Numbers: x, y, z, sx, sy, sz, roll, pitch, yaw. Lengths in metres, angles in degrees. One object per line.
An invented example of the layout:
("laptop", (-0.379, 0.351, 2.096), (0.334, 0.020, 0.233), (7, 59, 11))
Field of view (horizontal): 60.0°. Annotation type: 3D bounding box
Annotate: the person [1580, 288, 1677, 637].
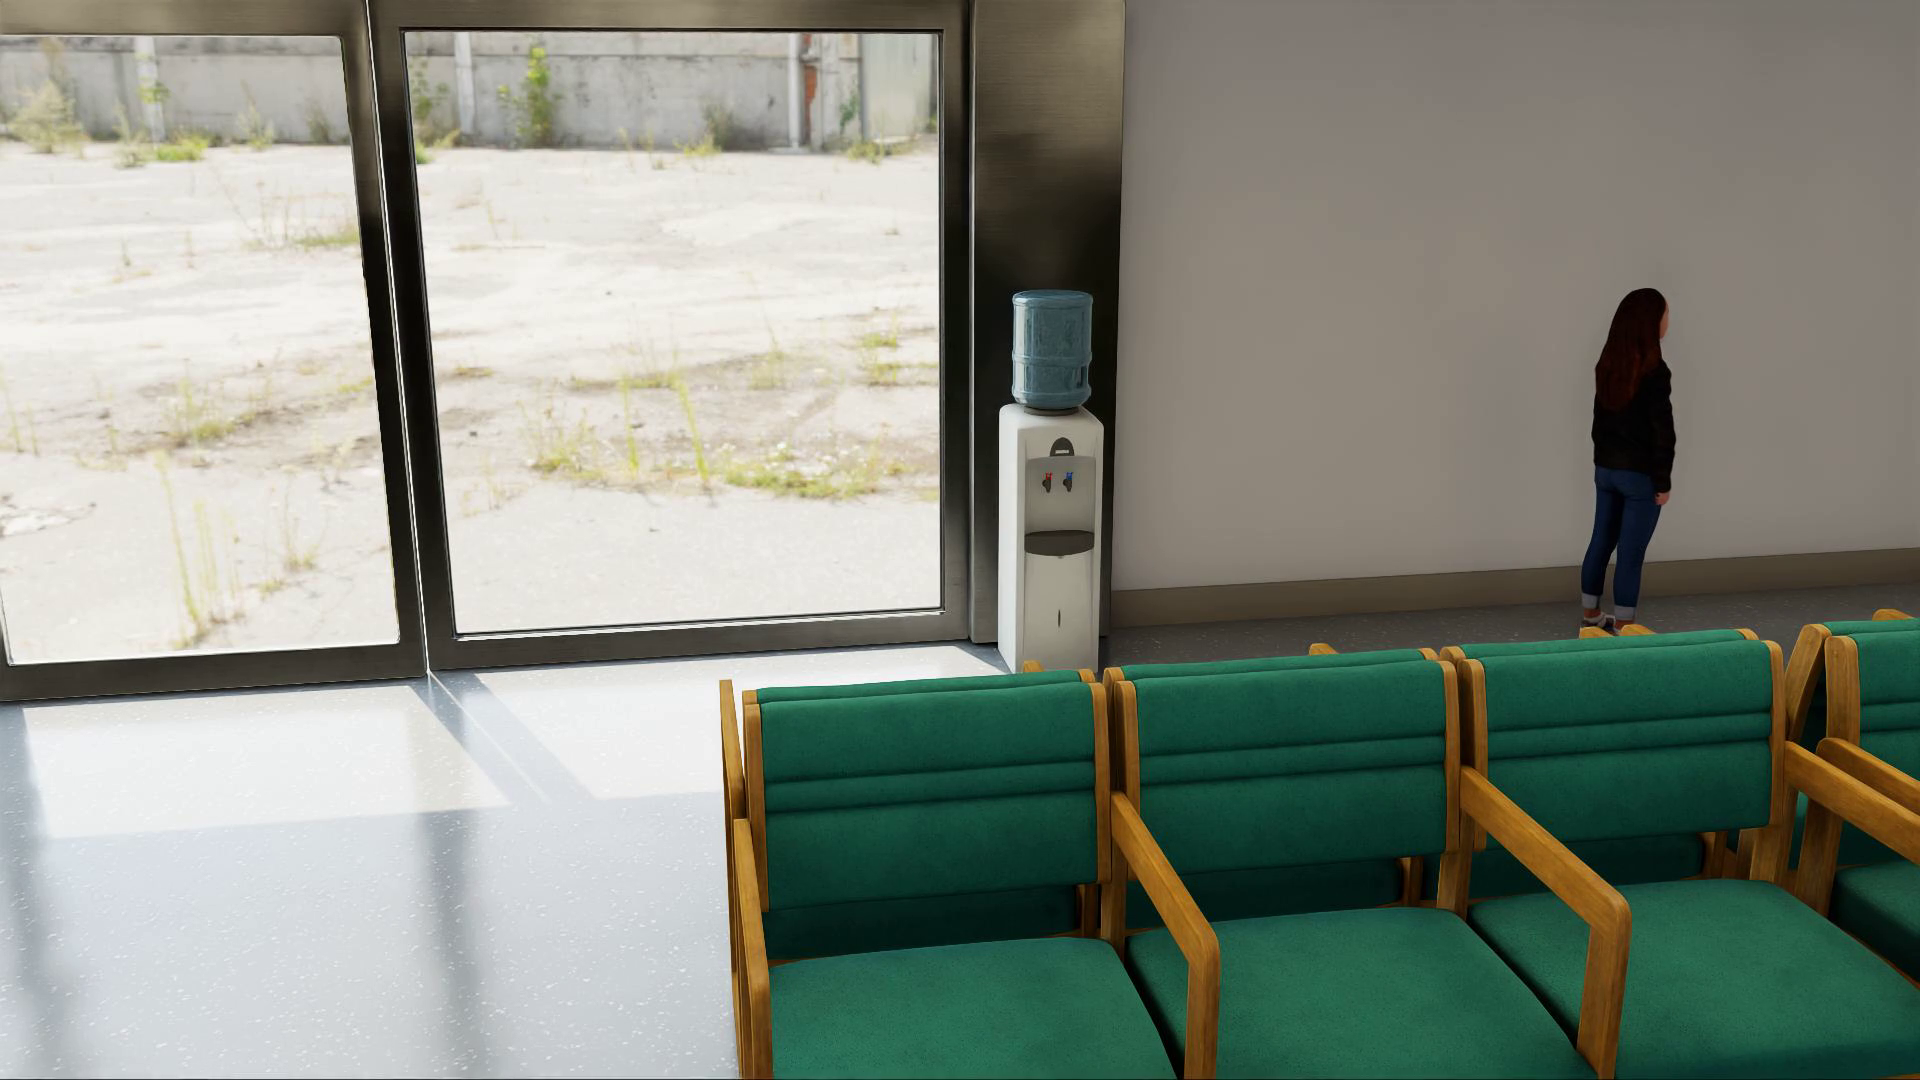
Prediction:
("person", (2.738, -0.294, 6.812), (0.656, 1.484, 0.510), (-6, 17, -21))
